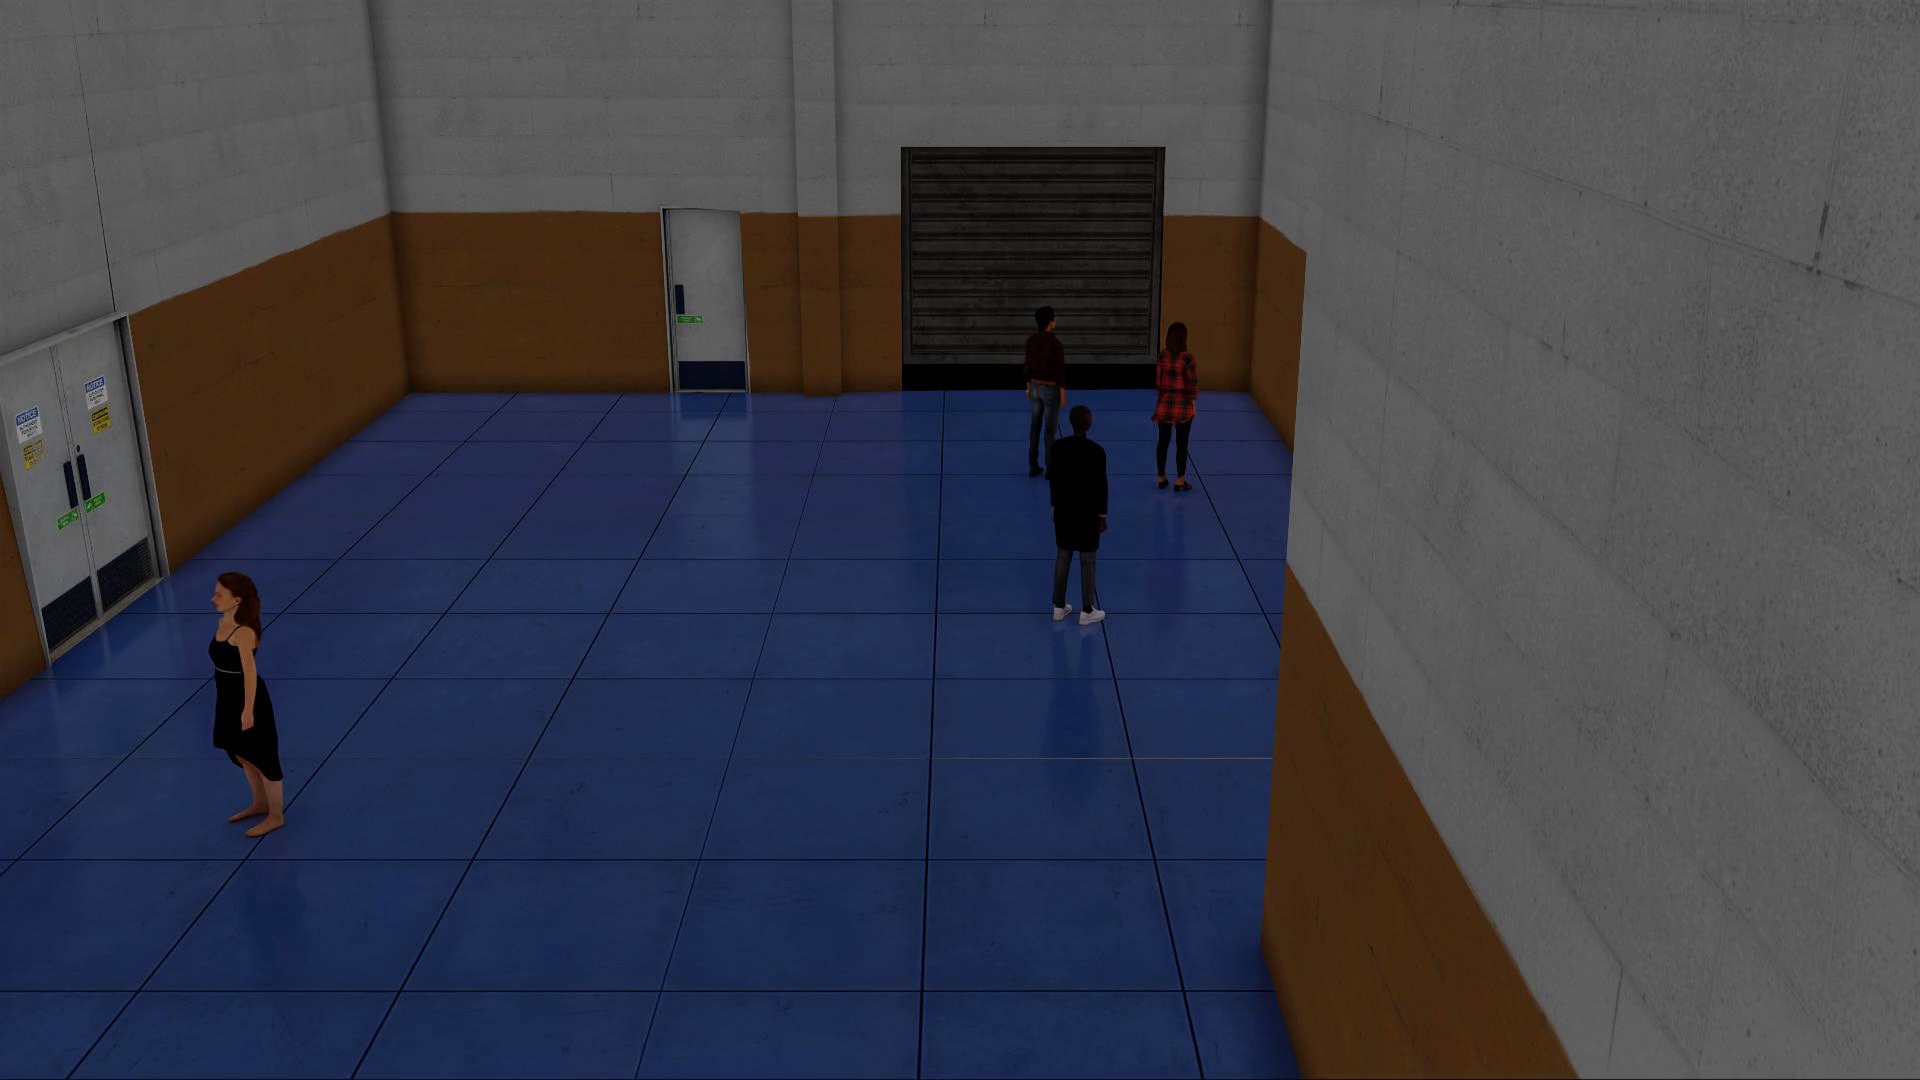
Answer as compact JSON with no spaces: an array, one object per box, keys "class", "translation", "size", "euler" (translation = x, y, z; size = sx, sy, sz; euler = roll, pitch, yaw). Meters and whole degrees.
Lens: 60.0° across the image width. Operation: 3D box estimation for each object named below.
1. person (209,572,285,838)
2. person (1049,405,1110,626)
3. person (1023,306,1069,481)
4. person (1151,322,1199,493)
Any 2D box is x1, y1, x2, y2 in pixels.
[{"class":"person","translation":[-4.246,0.959,9.897],"size":[0.731,1.625,0.676],"euler":[-16,24,-39]},{"class":"person","translation":[0.918,-0.205,13.139],"size":[0.674,1.761,0.792],"euler":[11,21,29]},{"class":"person","translation":[0.862,-1.505,16.961],"size":[0.684,1.782,0.775],"euler":[14,23,36]},{"class":"person","translation":[2.143,-1.333,16.572],"size":[0.671,1.704,0.760],"euler":[13,23,33]}]
